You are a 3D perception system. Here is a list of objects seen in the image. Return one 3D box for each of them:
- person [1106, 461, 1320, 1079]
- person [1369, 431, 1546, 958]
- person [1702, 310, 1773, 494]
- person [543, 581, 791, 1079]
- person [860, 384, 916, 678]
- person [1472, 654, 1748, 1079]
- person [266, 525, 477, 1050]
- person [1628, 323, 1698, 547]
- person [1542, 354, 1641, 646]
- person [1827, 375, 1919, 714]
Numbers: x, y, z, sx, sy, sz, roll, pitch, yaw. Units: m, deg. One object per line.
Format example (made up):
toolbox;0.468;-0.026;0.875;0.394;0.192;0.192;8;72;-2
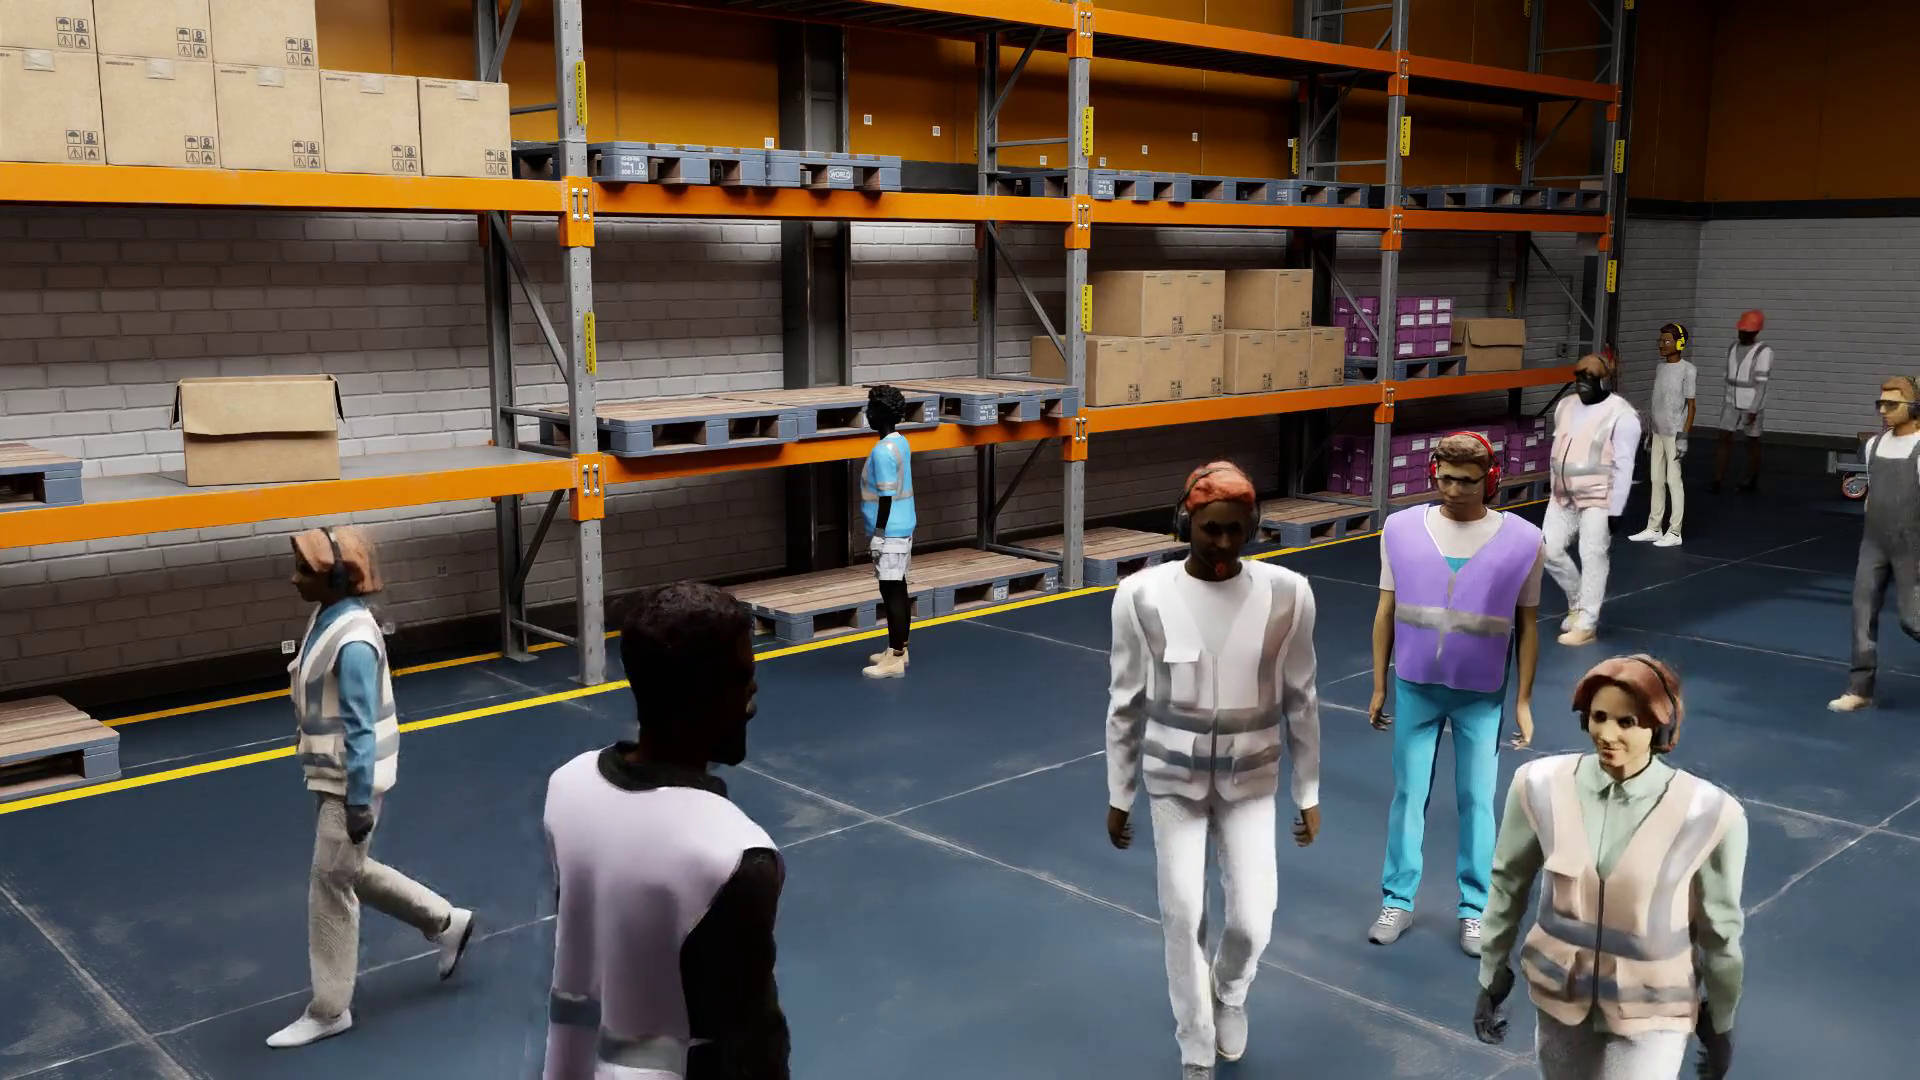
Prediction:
person;0.721;0.696;4.762;0.616;1.869;0.476;1;10;6
person;1.728;0.529;5.833;0.563;1.837;0.389;4;10;22
person;7.928;-1.385;16.893;0.872;1.883;0.571;-6;11;-29
person;-0.509;1.014;2.799;0.479;1.908;0.589;-8;12;-38
person;-0.419;-0.051;9.647;0.318;1.697;0.536;1;10;7
person;1.448;1.013;3.706;0.527;1.597;0.858;7;12;37
person;-1.867;0.743;5.189;0.619;1.617;0.527;-5;11;-28
person;5.942;-0.880;13.992;0.329;1.872;0.508;-3;10;-15
person;3.907;-0.243;10.377;0.447;1.827;0.662;-5;11;-26
person;5.037;0.026;8.843;0.733;1.818;0.519;-4;11;-23
